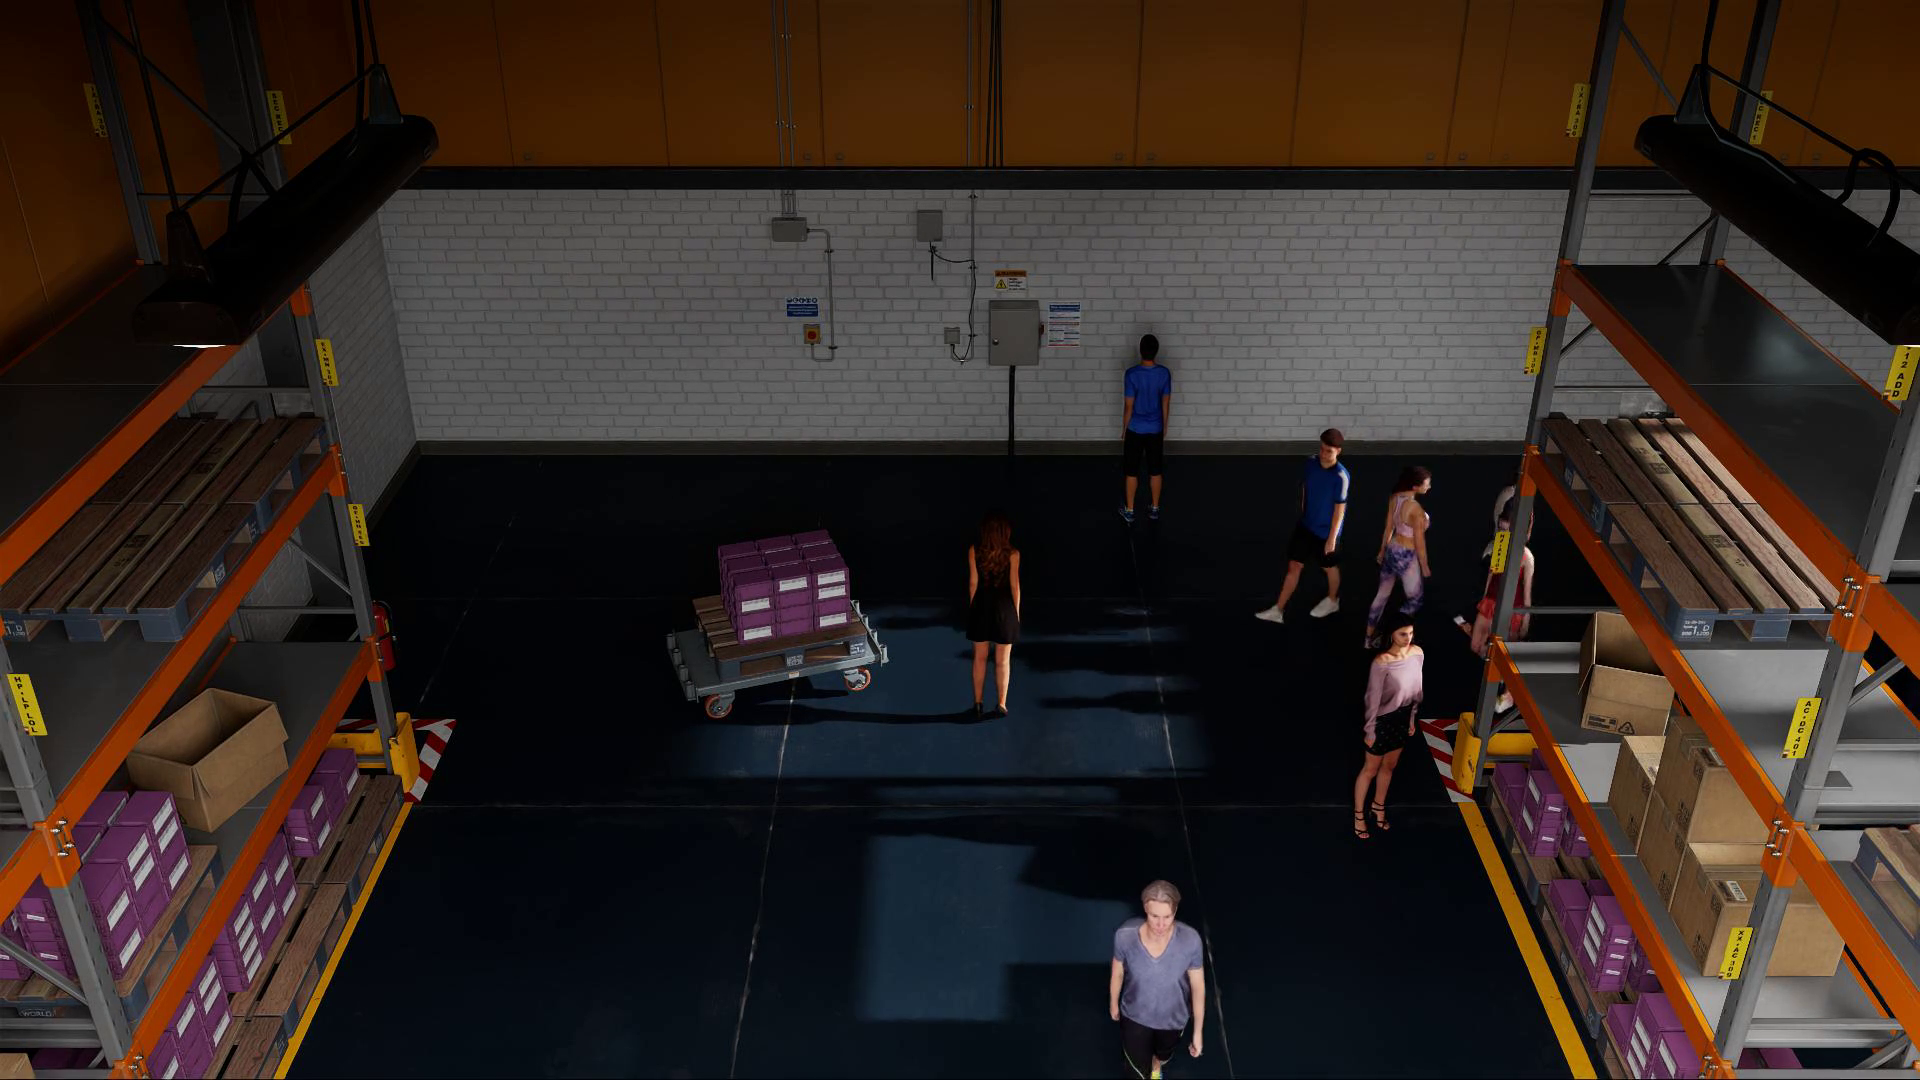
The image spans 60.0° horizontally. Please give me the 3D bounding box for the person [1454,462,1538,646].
[{"bbox_3d":[4.364,0.166,13.585,0.923,1.872,0.871,11,31,19],"label":"person"}]

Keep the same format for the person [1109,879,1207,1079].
[{"bbox_3d":[1.079,2.581,9.193,0.717,1.838,1.267,2,29,3],"label":"person"}]

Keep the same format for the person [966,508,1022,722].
[{"bbox_3d":[0.255,0.585,12.856,0.600,1.834,0.564,4,29,8],"label":"person"}]

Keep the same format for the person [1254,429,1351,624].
[{"bbox_3d":[3.147,-0.126,14.167,1.146,1.827,1.158,-19,34,-31],"label":"person"}]

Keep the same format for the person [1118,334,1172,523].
[{"bbox_3d":[1.763,-1.062,15.838,0.640,1.869,0.605,-4,29,-8],"label":"person"}]

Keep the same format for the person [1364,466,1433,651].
[{"bbox_3d":[3.605,0.206,13.632,0.824,1.756,0.710,-19,34,-31],"label":"person"}]

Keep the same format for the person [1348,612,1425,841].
[{"bbox_3d":[2.973,1.290,11.587,0.702,1.811,0.691,-14,32,-24],"label":"person"}]

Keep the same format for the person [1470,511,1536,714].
[{"bbox_3d":[4.317,0.529,13.059,0.875,1.738,0.797,-21,35,-34],"label":"person"}]
